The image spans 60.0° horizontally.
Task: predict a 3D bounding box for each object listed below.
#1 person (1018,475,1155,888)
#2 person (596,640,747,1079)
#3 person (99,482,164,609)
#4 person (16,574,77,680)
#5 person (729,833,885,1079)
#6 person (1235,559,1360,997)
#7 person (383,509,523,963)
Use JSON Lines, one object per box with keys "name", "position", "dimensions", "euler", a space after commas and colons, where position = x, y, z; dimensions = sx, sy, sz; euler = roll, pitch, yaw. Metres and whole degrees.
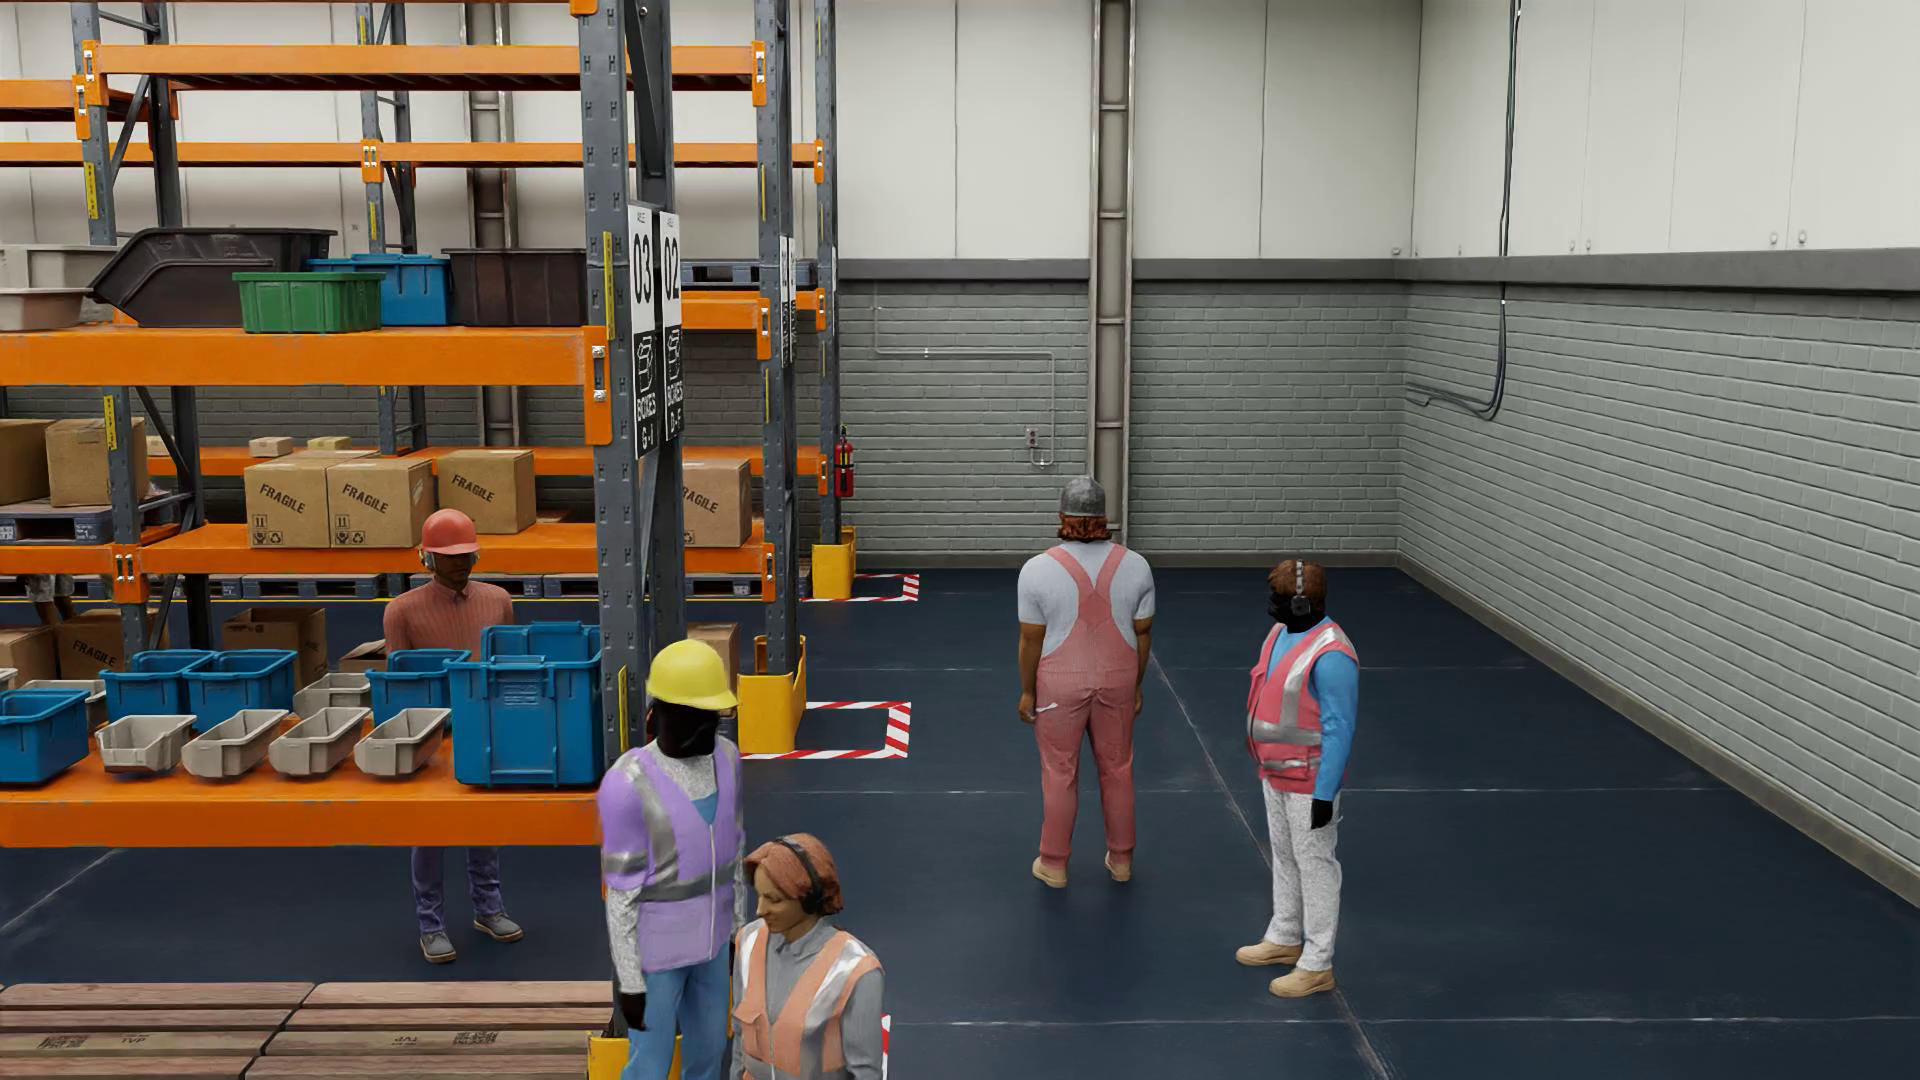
{"name": "person", "position": [0.589, 0.687, 8.212], "dimensions": [0.681, 2.000, 0.536], "euler": [-2, 9, -11]}
{"name": "person", "position": [-0.852, 1.245, 5.178], "dimensions": [0.400, 1.917, 0.587], "euler": [6, 11, 34]}
{"name": "person", "position": [-6.352, 0.109, 12.591], "dimensions": [0.959, 1.781, 0.574], "euler": [5, 11, 30]}
{"name": "person", "position": [-6.680, 0.105, 12.094], "dimensions": [0.375, 1.939, 0.546], "euler": [1, 9, 6]}
{"name": "person", "position": [-0.389, 1.536, 4.268], "dimensions": [0.525, 1.632, 0.318], "euler": [8, 12, 39]}
{"name": "person", "position": [1.419, 0.987, 6.994], "dimensions": [0.430, 1.841, 0.624], "euler": [-2, 9, -12]}
{"name": "person", "position": [-2.226, 0.847, 7.371], "dimensions": [0.614, 1.994, 0.381], "euler": [-9, 13, -44]}
